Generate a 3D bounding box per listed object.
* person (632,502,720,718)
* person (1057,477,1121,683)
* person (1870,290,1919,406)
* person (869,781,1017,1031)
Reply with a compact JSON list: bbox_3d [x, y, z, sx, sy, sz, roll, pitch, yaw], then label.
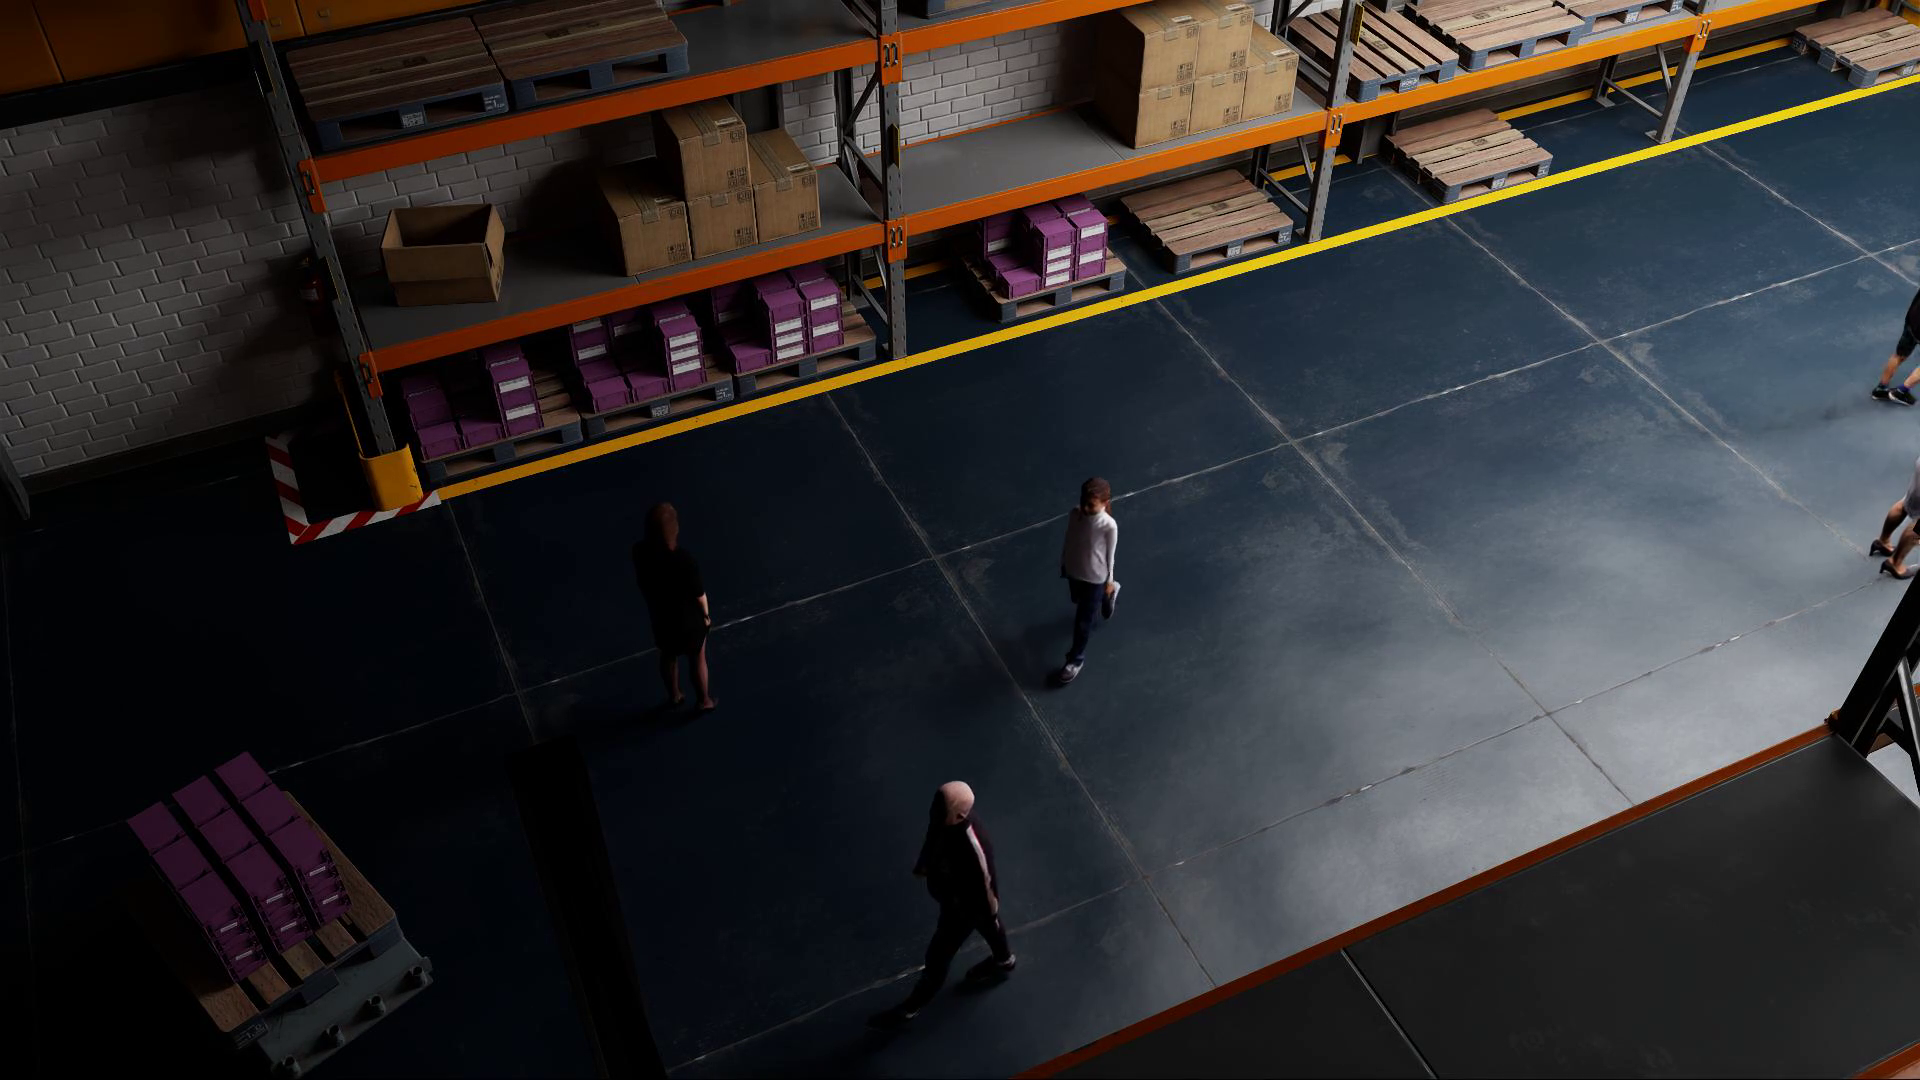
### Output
[{"bbox_3d":[-1.746,0.452,10.233,0.644,1.704,0.715,12,45,12],"label":"person"},{"bbox_3d":[0.868,0.163,10.658,0.842,1.536,1.076,27,50,25],"label":"person"},{"bbox_3d":[7.263,-1.617,12.600,0.617,1.435,0.609,-8,44,-8],"label":"person"},{"bbox_3d":[0.107,1.839,8.714,1.143,1.791,0.737,-15,46,-15],"label":"person"}]
